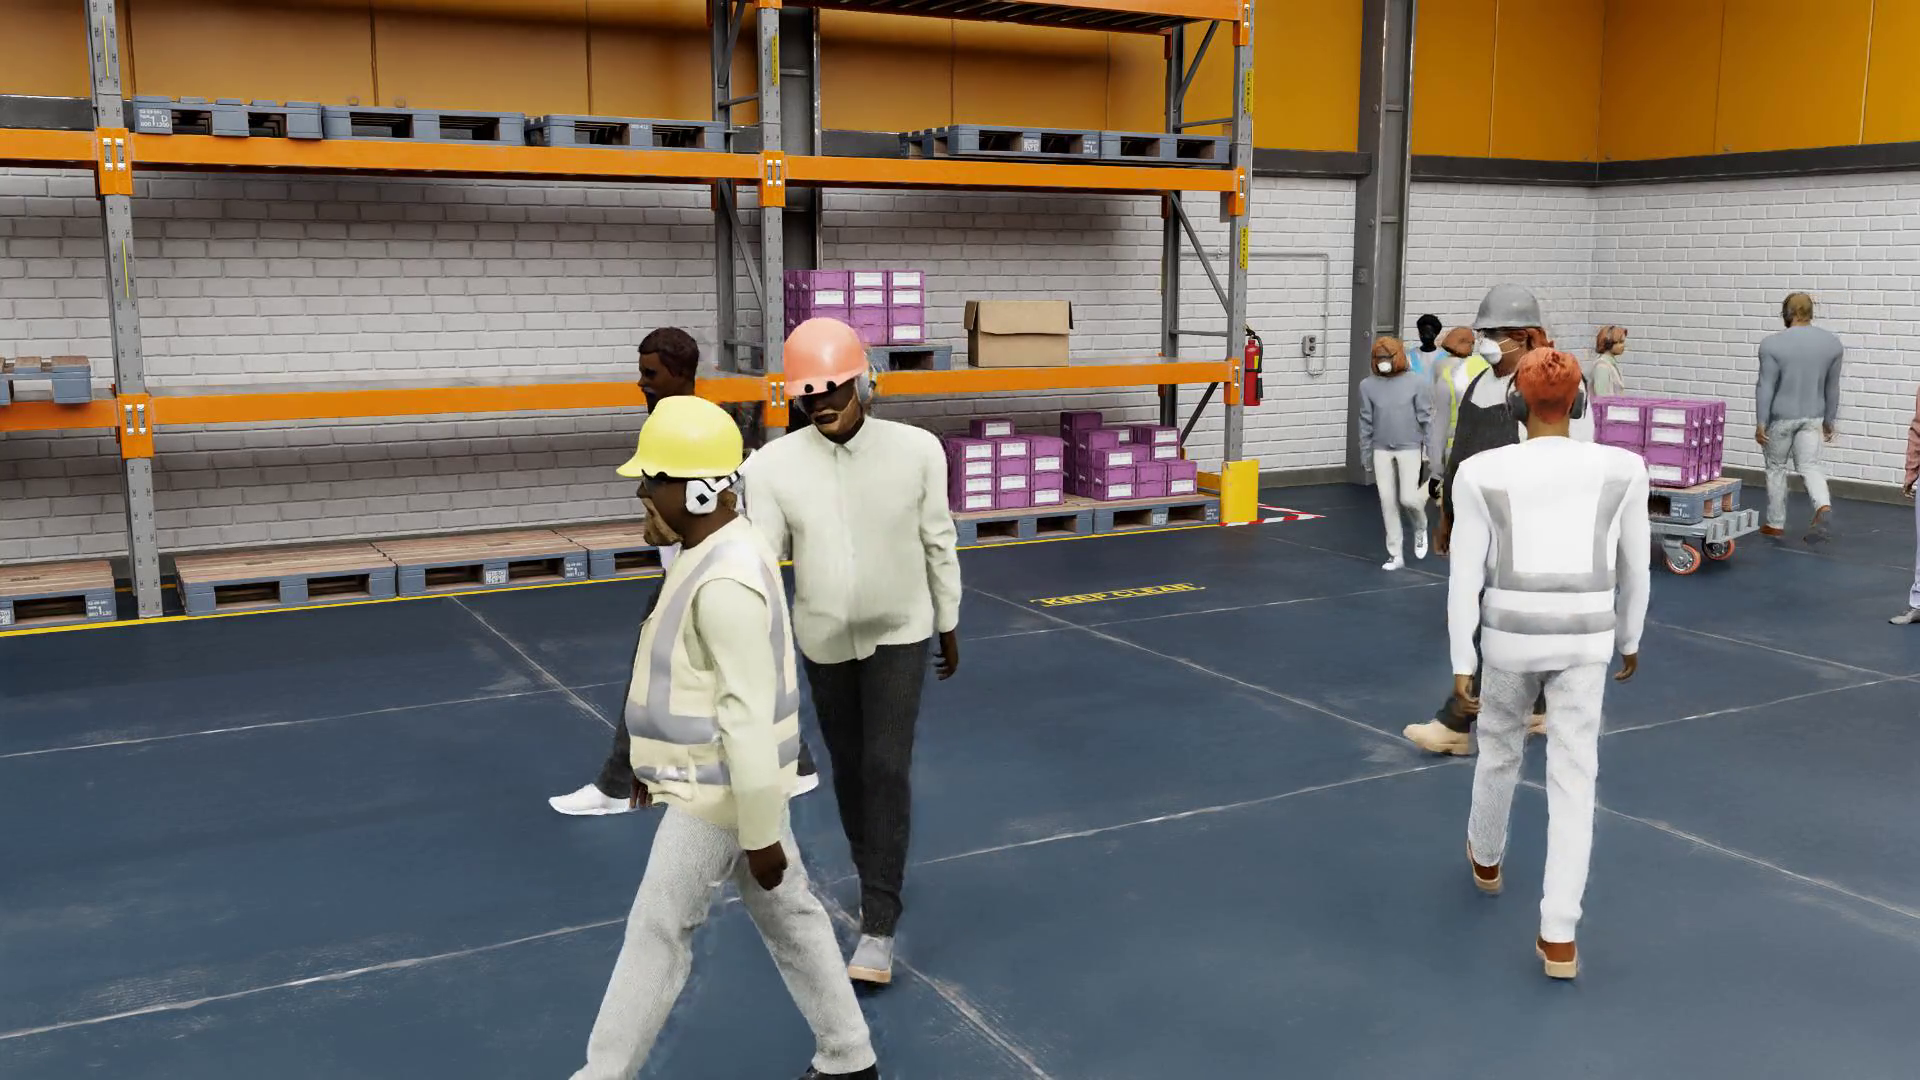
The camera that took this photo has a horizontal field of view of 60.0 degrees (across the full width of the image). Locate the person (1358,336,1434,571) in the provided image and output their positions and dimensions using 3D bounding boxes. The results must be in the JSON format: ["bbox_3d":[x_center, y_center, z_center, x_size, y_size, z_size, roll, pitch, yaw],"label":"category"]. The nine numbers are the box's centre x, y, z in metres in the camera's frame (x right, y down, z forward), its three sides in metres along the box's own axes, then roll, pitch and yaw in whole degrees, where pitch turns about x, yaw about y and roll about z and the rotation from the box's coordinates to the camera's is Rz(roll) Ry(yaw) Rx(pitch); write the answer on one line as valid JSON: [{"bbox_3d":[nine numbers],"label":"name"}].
[{"bbox_3d":[3.004,-0.598,11.426,0.549,1.603,0.490,6,11,34],"label":"person"}]

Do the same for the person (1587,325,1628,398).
[{"bbox_3d":[5.026,-0.865,13.007,0.383,1.623,0.536,5,10,27],"label":"person"}]

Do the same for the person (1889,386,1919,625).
[{"bbox_3d":[5.618,-0.349,9.439,0.315,1.767,0.535,-5,11,-29],"label":"person"}]

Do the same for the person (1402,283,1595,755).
[{"bbox_3d":[2.247,-0.109,7.139,0.966,2.000,0.697,-3,10,-18],"label":"person"}]

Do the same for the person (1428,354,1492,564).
[{"bbox_3d":[2.963,-0.355,9.317,0.649,1.817,0.526,2,10,12],"label":"person"}]

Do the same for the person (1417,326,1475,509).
[{"bbox_3d":[3.913,-0.918,13.381,0.671,1.610,0.502,-2,10,-14],"label":"person"}]

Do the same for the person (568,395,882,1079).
[{"bbox_3d":[-0.614,0.553,3.910,0.941,1.784,0.597,-1,9,-6],"label":"person"}]

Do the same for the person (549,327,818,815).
[{"bbox_3d":[-1.005,0.130,6.267,1.032,1.855,0.599,-5,10,-26],"label":"person"}]

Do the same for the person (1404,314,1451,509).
[{"bbox_3d":[4.022,-1.105,14.344,0.548,1.671,0.479,4,10,24],"label":"person"}]

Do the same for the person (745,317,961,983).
[{"bbox_3d":[-0.317,0.308,4.952,0.626,1.920,0.942,0,9,3],"label":"person"}]

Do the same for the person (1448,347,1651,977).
[{"bbox_3d":[1.804,0.326,5.137,0.595,1.828,1.002,2,10,14],"label":"person"}]

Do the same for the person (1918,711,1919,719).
[{"bbox_3d":[4.628,-0.107,7.443,0.631,1.940,0.372,-7,12,-36],"label":"person"}]

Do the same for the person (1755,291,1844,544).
[{"bbox_3d":[6.270,-0.900,12.411,0.641,1.901,0.846,0,9,1],"label":"person"}]
